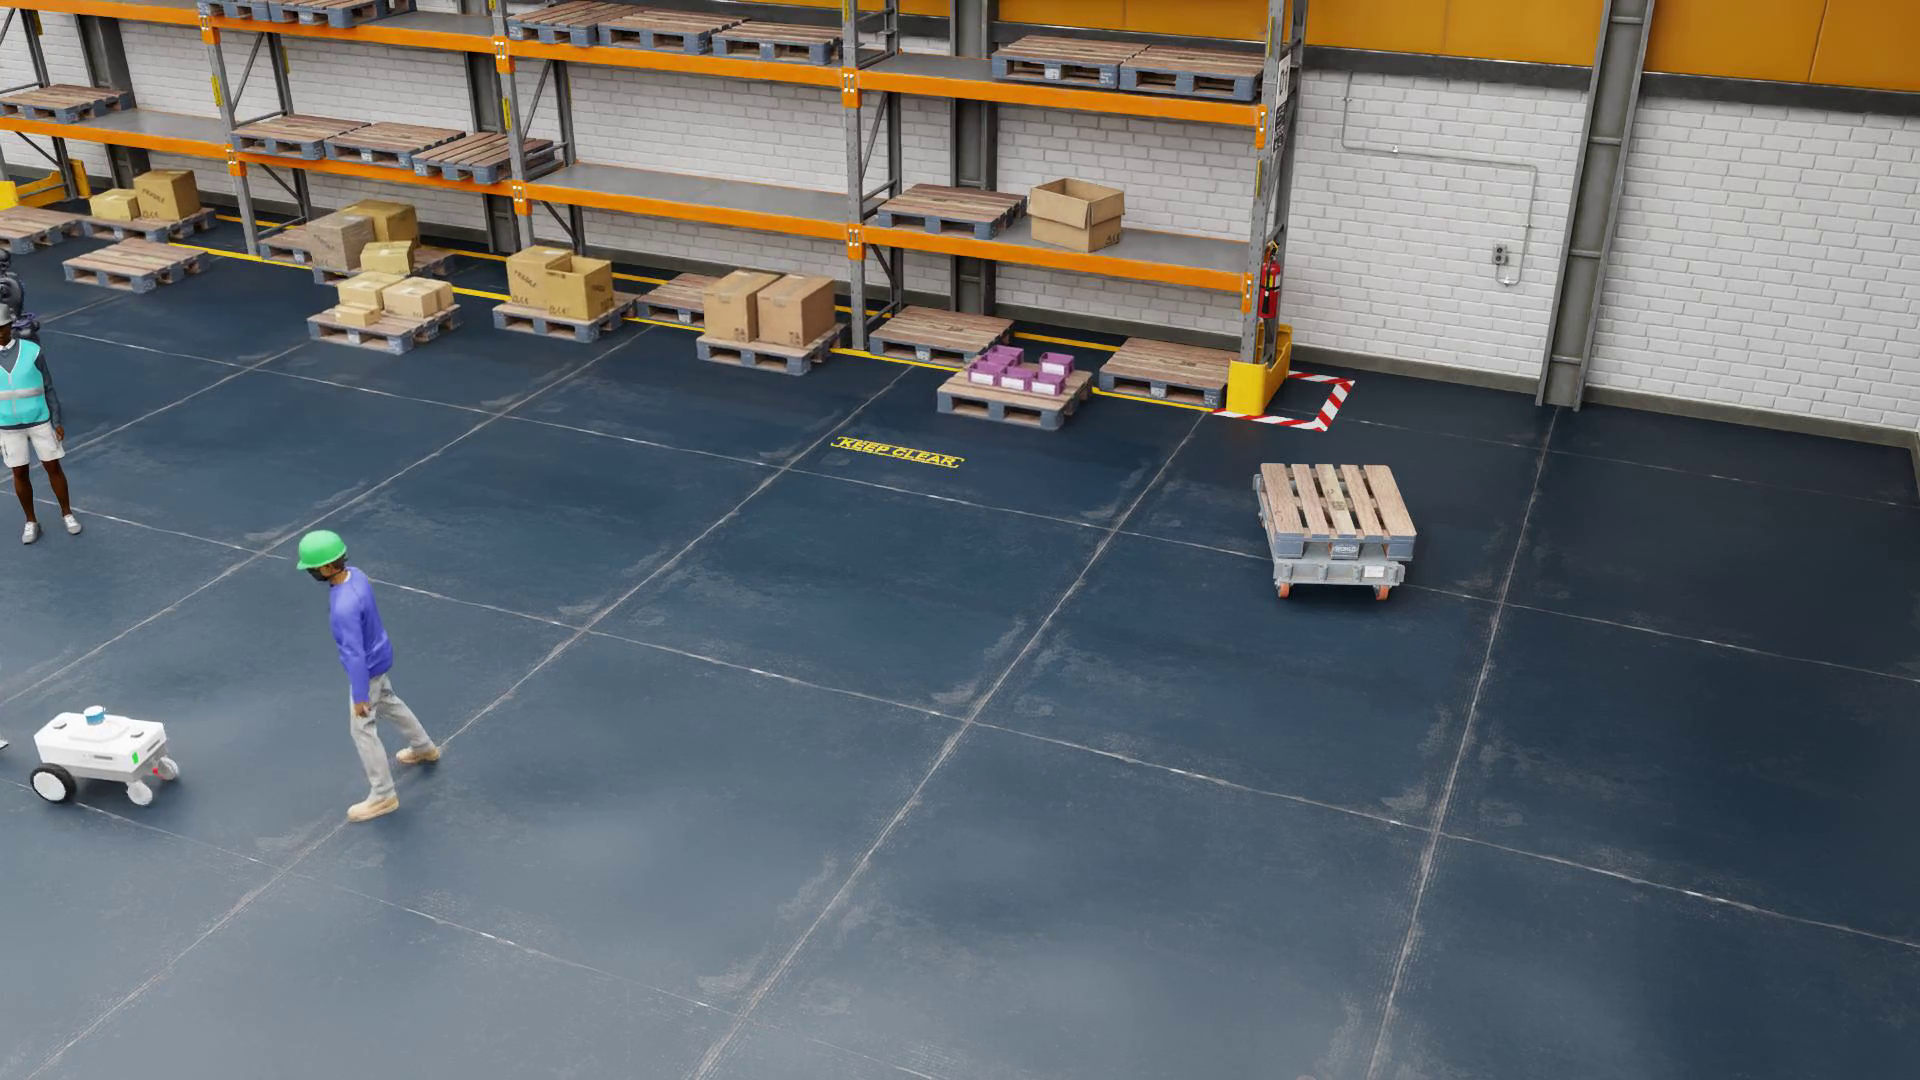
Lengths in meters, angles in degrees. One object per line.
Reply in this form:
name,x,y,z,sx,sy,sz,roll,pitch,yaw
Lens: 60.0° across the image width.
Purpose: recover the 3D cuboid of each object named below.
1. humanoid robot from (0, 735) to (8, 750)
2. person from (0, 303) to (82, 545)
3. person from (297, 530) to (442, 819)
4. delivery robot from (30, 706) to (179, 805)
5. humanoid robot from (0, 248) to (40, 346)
humanoid robot,-6.193,0.568,10.229,0.952,1.744,0.538,11,29,21
person,-7.271,-0.930,12.909,0.552,1.943,0.418,-14,30,-24
person,-3.475,0.722,9.817,0.553,1.844,0.718,-5,28,-9
delivery robot,-5.220,1.287,10.123,0.789,0.593,0.499,5,28,9
humanoid robot,-8.443,-1.811,14.910,0.326,1.651,0.586,-6,28,-11
